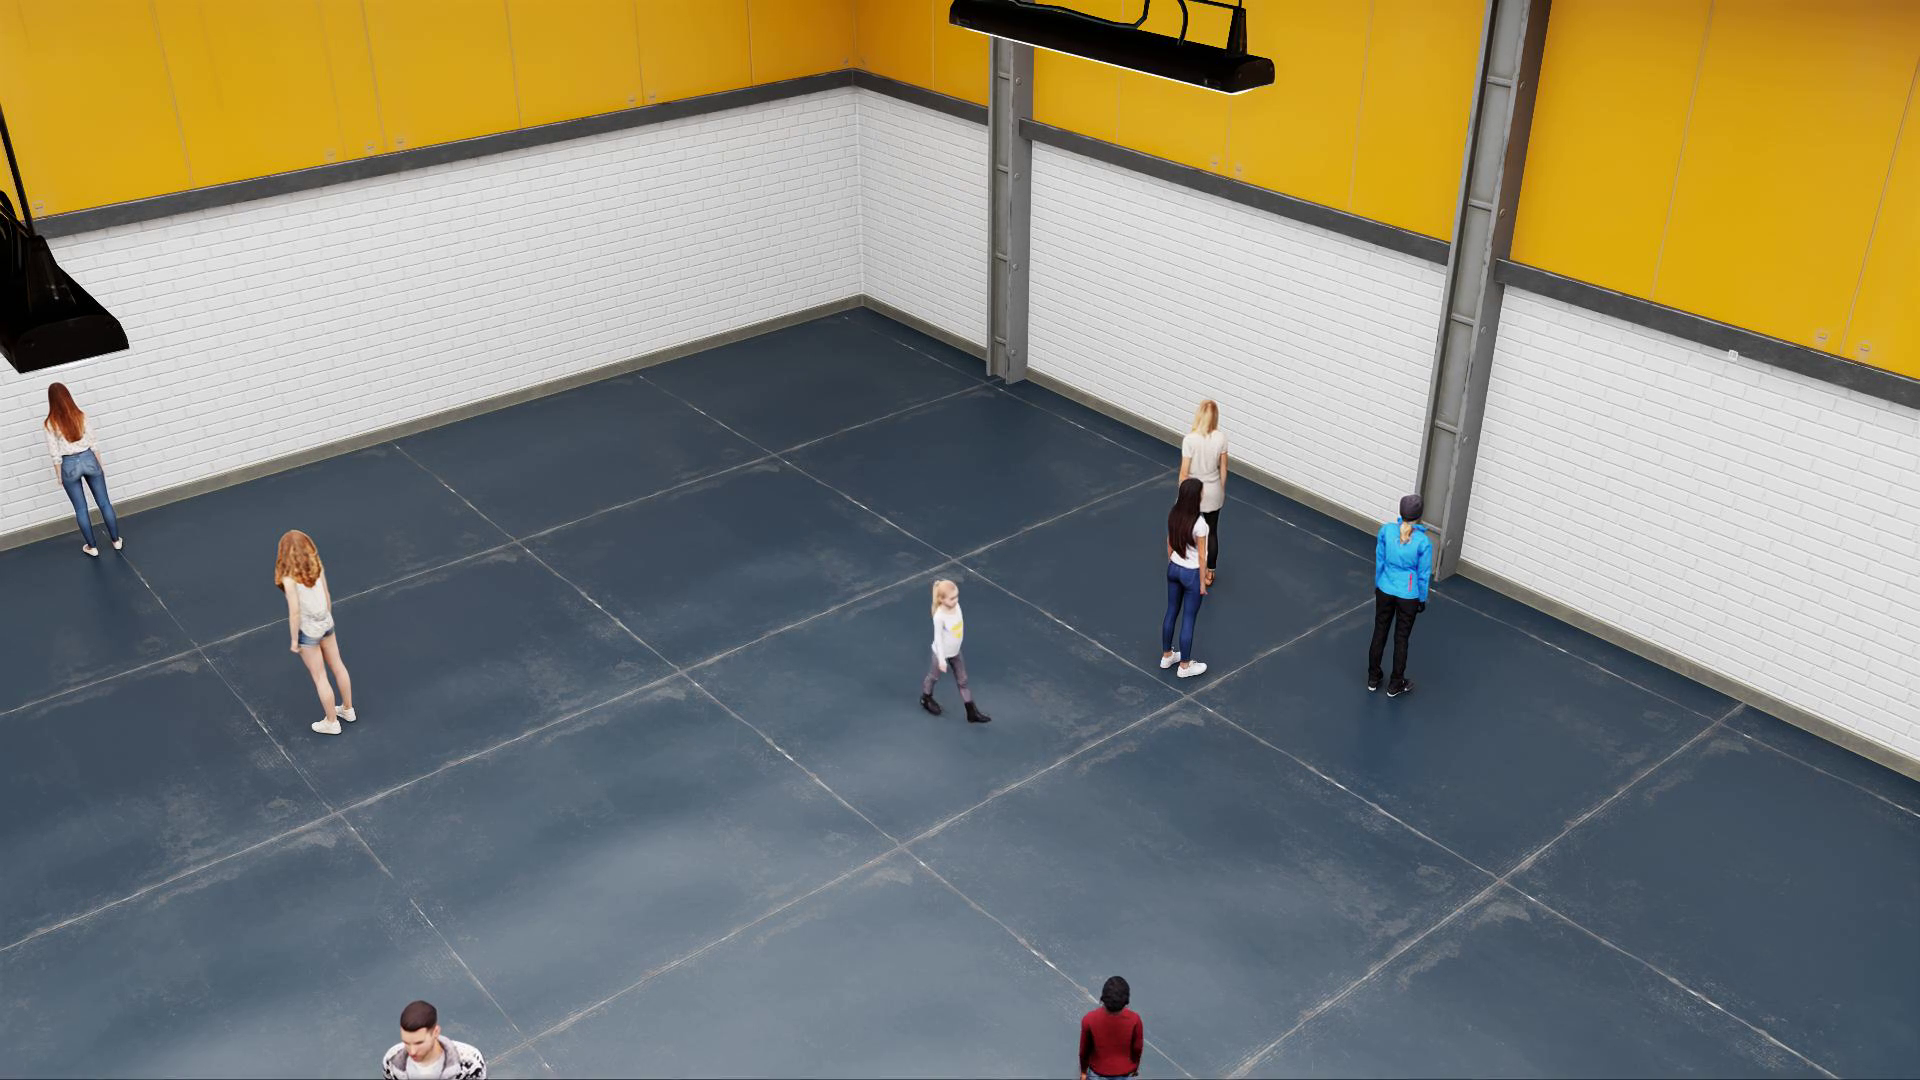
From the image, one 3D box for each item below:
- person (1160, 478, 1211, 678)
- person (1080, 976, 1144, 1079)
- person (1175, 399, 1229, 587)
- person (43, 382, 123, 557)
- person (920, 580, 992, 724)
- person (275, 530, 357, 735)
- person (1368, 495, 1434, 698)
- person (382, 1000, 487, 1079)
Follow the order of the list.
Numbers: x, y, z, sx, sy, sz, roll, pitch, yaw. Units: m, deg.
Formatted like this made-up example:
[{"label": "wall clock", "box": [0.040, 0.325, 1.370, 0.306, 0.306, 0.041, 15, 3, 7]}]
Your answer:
[{"label": "person", "box": [1.849, 0.298, 13.665, 0.667, 1.774, 0.485, -18, 33, -30]}, {"label": "person", "box": [0.850, 2.967, 9.324, 0.723, 1.245, 0.794, 1, 29, 2]}, {"label": "person", "box": [2.166, -0.408, 14.905, 0.691, 1.825, 0.691, -5, 29, -10]}, {"label": "person", "box": [-8.193, -0.668, 15.484, 0.578, 1.728, 0.506, -20, 34, -32]}, {"label": "person", "box": [-0.162, 0.871, 13.166, 0.937, 1.246, 0.621, 21, 35, 33]}, {"label": "person", "box": [-4.997, 0.711, 12.922, 0.647, 1.759, 0.647, 12, 31, 21]}, {"label": "person", "box": [3.527, 0.440, 13.380, 0.527, 1.797, 0.716, 21, 35, 33]}, {"label": "person", "box": [-2.636, 3.064, 8.503, 0.764, 1.861, 0.798, 0, 29, -1]}]
